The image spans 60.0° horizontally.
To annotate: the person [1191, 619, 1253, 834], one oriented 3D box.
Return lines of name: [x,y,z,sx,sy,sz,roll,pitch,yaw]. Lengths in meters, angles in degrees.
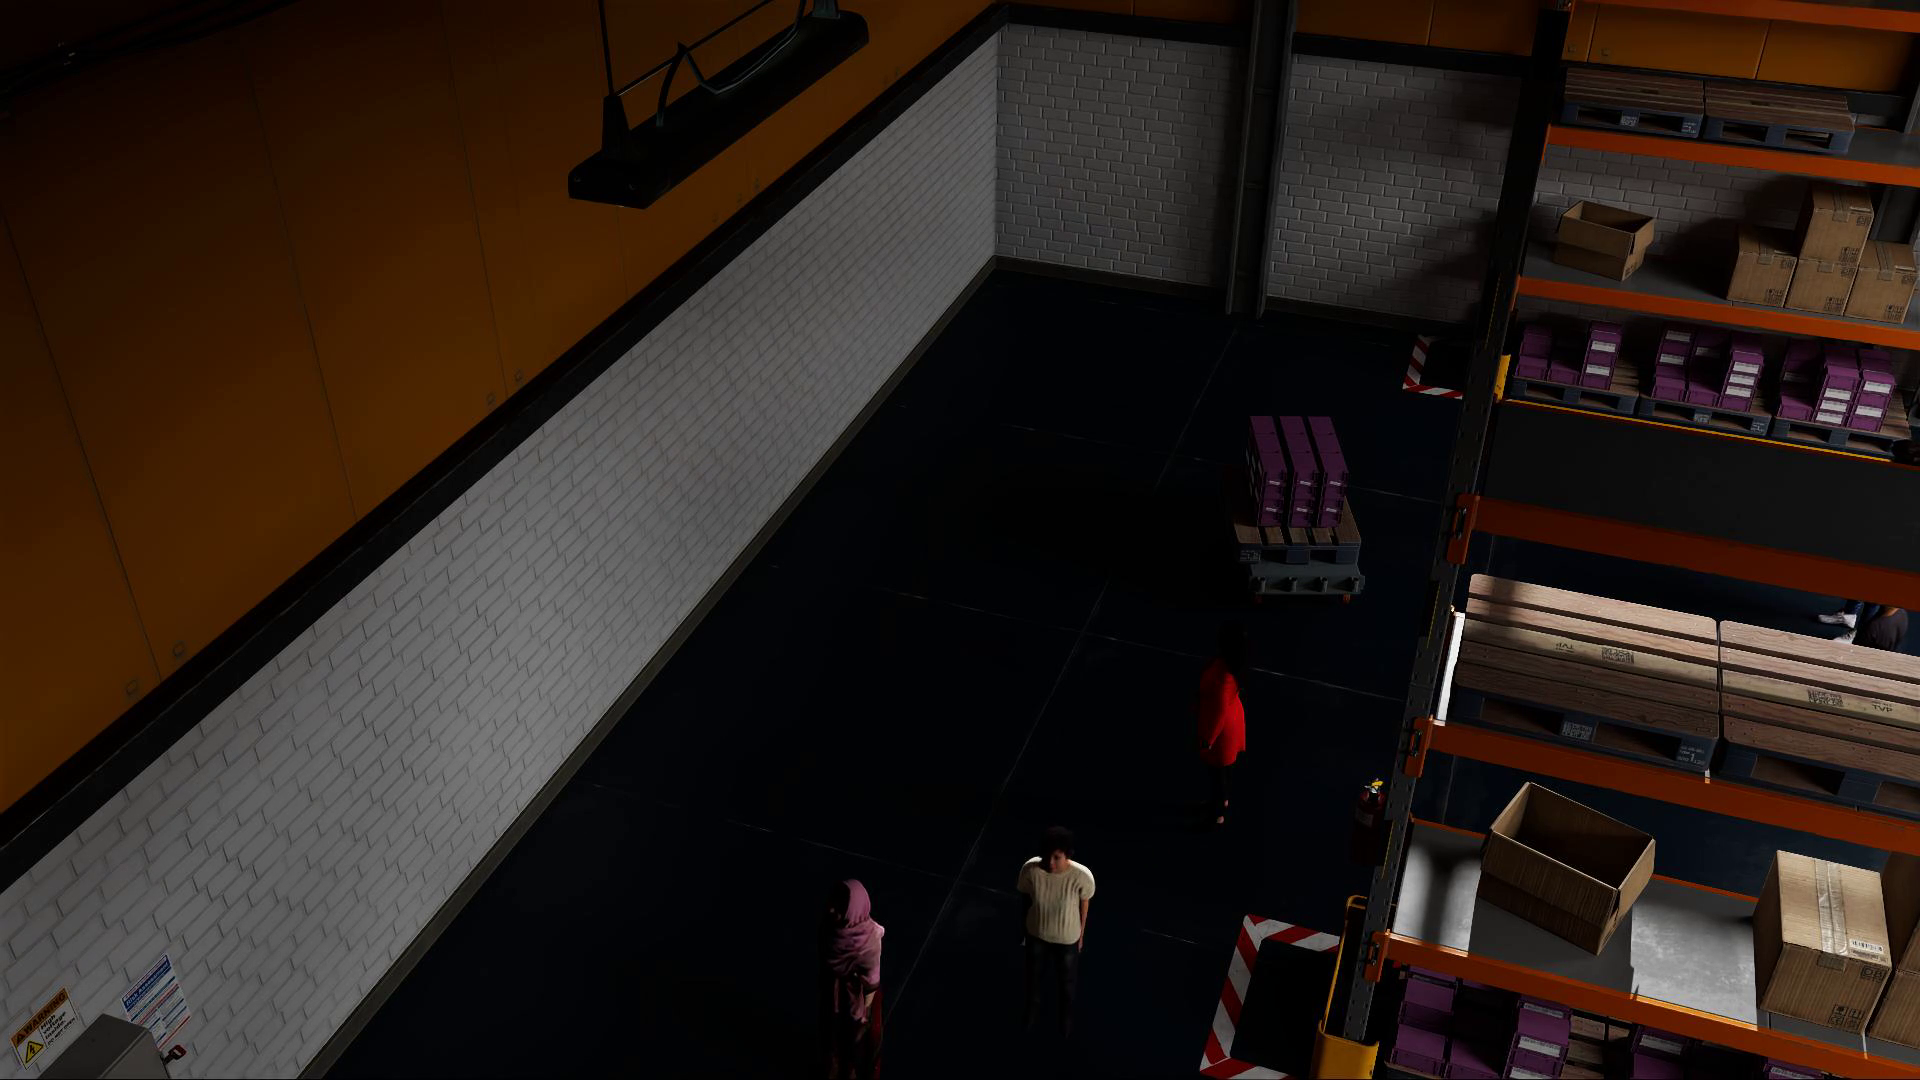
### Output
person: [1.754,1.243,11.131,0.595,1.748,0.602,12,36,18]

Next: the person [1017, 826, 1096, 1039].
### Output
person: [0.545,2.275,9.718,0.438,1.593,0.670,8,34,12]

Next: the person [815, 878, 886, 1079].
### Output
person: [-0.622,2.501,9.338,0.820,1.636,0.708,-26,42,-34]

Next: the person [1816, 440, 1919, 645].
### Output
person: [7.151,0.015,12.921,0.646,1.811,0.722,4,34,5]
